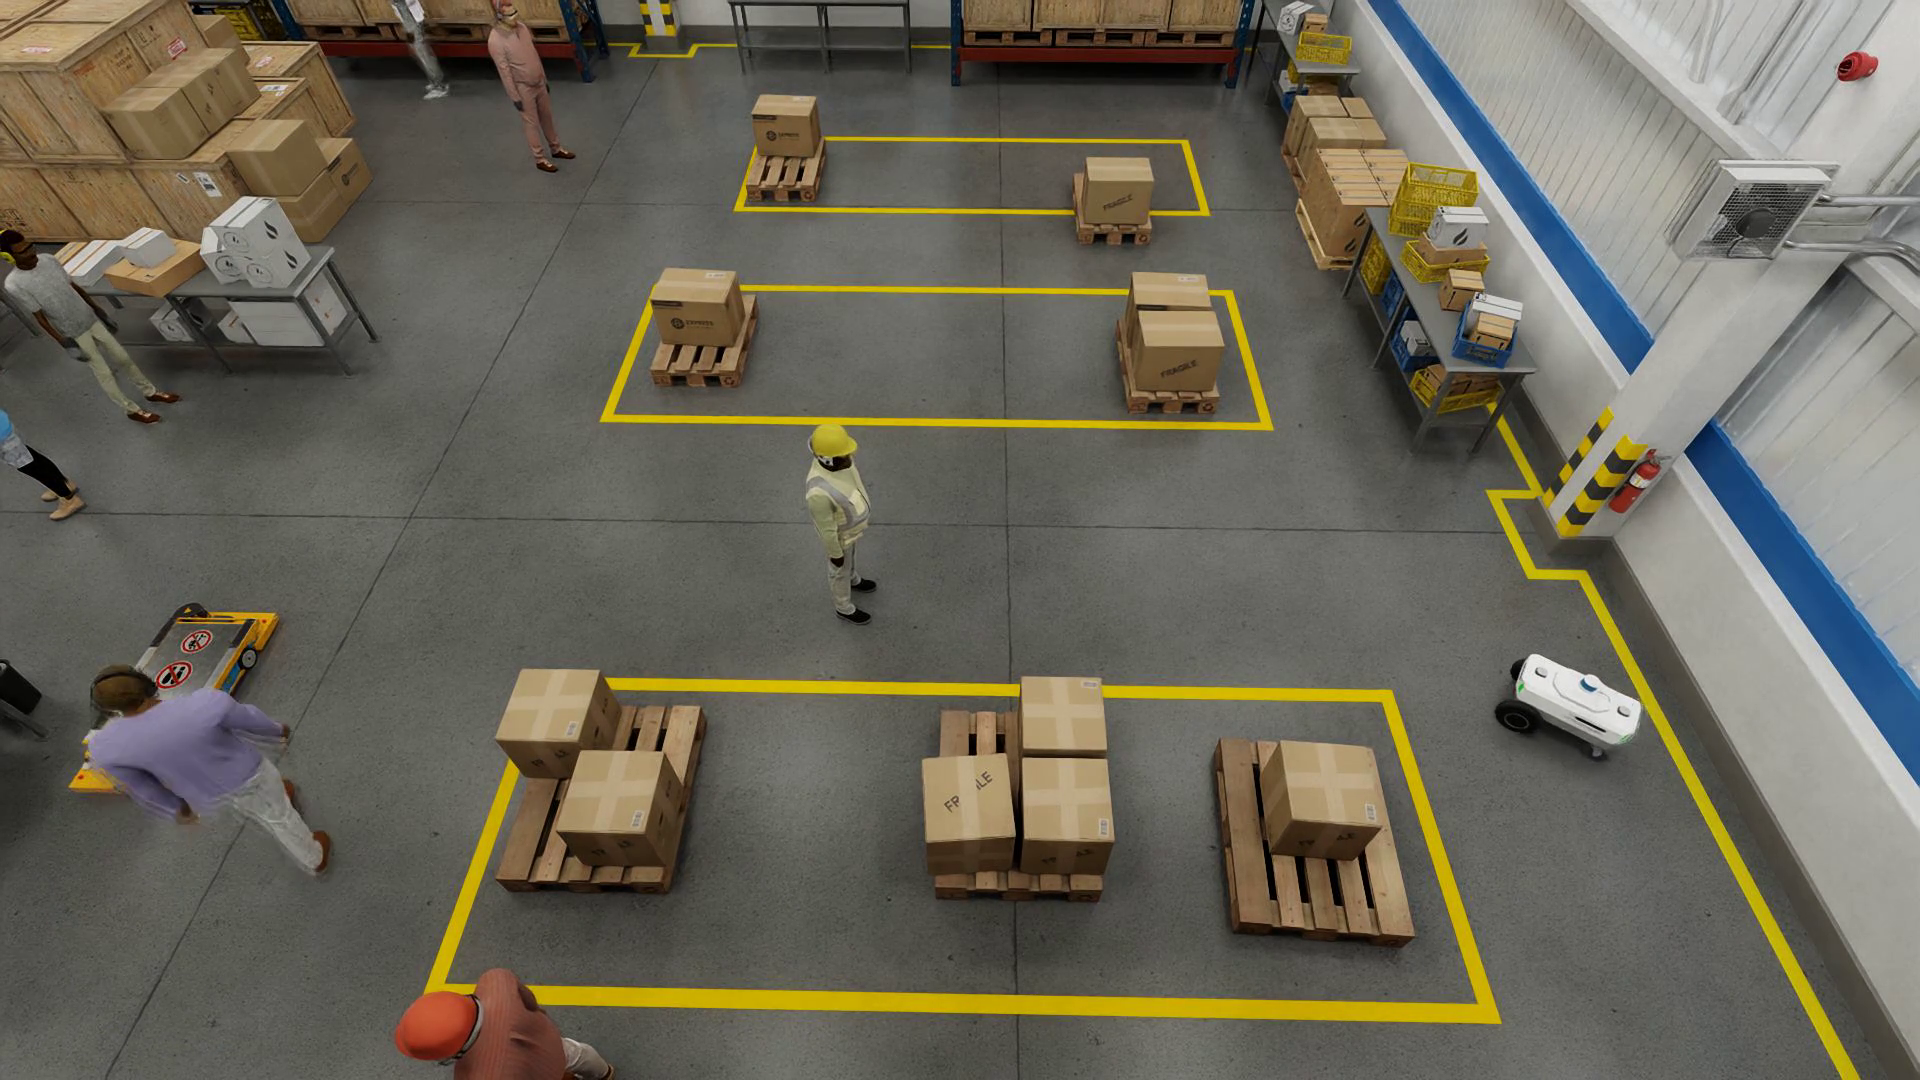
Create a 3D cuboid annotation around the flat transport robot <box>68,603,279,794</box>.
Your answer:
[{"bbox_3d":[-5.504,1.072,6.442,0.652,0.197,1.431,1,50,1],"label":"flat transport robot"}]

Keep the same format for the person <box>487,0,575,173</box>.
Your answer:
[{"bbox_3d":[-5.081,-5.342,10.812,0.401,1.899,0.645,15,51,12],"label":"person"}]

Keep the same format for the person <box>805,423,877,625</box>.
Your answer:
[{"bbox_3d":[-0.819,-0.111,6.425,0.404,1.836,0.590,5,50,4],"label":"person"}]

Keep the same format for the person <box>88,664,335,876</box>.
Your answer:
[{"bbox_3d":[-4.199,1.236,5.242,0.637,1.905,0.886,-20,53,-16],"label":"person"}]

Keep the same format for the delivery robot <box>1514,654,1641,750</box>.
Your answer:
[{"bbox_3d":[4.152,1.079,6.192,0.707,0.478,0.477,28,55,22],"label":"delivery robot"}]

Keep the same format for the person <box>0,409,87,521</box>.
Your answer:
[{"bbox_3d":[-7.571,-0.849,7.136,0.316,1.700,0.541,-35,58,-26],"label":"person"}]

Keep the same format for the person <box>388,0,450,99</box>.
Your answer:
[{"bbox_3d":[-7.254,-6.873,12.096,0.370,1.916,0.595,-16,52,-13],"label":"person"}]

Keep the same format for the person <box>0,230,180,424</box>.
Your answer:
[{"bbox_3d":[-7.505,-1.803,7.842,0.316,1.861,0.516,4,50,3],"label":"person"}]

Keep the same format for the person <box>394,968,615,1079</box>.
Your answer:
[{"bbox_3d":[-1.991,2.418,4.182,0.382,1.995,0.612,-10,50,-8],"label":"person"}]
